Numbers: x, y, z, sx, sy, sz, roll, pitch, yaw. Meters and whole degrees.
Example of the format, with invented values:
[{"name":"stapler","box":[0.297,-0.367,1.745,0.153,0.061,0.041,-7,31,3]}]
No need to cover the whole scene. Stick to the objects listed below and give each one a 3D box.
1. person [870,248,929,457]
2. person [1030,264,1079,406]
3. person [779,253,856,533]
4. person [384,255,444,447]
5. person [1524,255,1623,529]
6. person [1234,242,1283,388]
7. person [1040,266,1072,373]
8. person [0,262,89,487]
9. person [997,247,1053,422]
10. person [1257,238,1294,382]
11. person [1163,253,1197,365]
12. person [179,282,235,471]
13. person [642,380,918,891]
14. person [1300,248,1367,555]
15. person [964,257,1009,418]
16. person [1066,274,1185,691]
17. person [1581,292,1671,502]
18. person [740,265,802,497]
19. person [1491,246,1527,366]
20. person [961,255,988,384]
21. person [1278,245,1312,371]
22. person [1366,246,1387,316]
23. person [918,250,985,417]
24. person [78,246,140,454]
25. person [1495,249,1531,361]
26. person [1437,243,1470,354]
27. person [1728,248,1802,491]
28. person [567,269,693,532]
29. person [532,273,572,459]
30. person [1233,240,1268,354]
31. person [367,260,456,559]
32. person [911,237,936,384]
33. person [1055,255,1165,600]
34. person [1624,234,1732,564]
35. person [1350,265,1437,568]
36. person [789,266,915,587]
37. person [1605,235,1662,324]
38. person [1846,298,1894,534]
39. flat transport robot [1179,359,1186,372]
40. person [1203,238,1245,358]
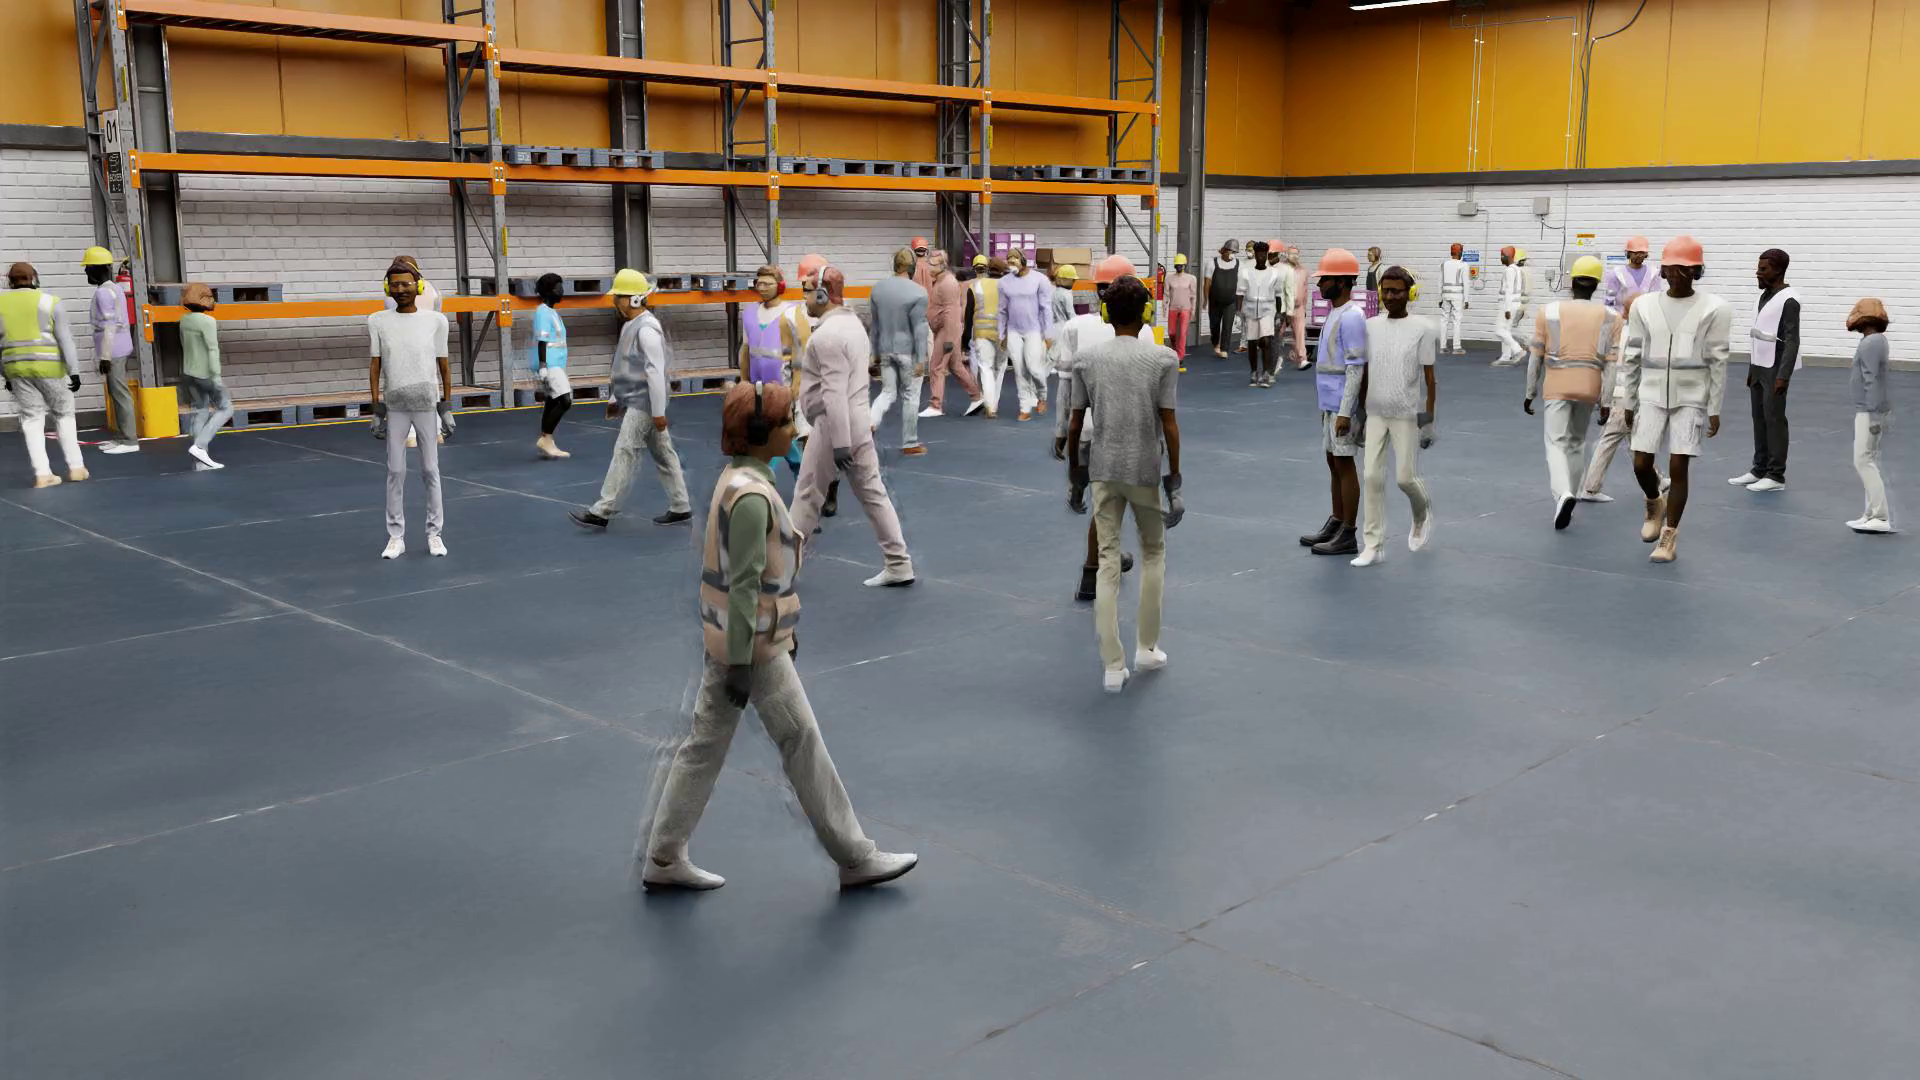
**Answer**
[{"name":"person","box":[-0.583,-1.670,15.005,0.644,1.914,0.740,7,13,34]},{"name":"person","box":[1.196,-2.419,19.709,0.966,1.680,0.481,-2,11,-12]},{"name":"person","box":[-0.977,-1.044,11.616,0.545,1.907,0.913,-1,10,-5]},{"name":"person","box":[-5.271,-1.818,16.025,0.428,1.838,0.631,7,13,35]},{"name":"person","box":[4.292,-1.032,11.609,0.597,1.891,0.890,2,11,9]},{"name":"person","box":[3.956,-2.982,22.108,0.608,1.931,0.854,3,11,17]},{"name":"person","box":[1.332,-3.181,24.133,0.556,1.594,0.755,3,11,15]},{"name":"person","box":[-7.491,-1.350,13.563,0.685,1.804,0.729,-2,11,-10]},{"name":"person","box":[0.725,-2.249,18.215,0.653,1.903,0.518,5,11,25]},{"name":"person","box":[4.340,-3.167,22.985,0.639,1.979,0.606,9,14,41]},{"name":"person","box":[3.466,-3.640,26.217,0.531,1.744,0.638,3,11,15]},{"name":"person","box":[-6.491,-1.402,14.314,0.518,1.618,0.353,8,13,36]},{"name":"person","box":[-0.596,0.308,5.067,0.856,1.586,0.536,-2,11,-12]},{"name":"person","box":[2.388,-0.870,10.565,0.377,1.938,0.547,0,10,1]},{"name":"person","box":[0.373,-2.267,18.620,0.646,1.786,0.983,-1,10,-5]},{"name":"person","box":[0.762,-0.273,7.554,0.576,1.843,0.704,3,11,17]},{"name":"person","box":[5.134,-1.071,12.598,0.861,1.586,0.531,0,10,-3]},{"name":"person","box":[-1.381,-1.172,12.559,0.573,1.809,0.942,7,12,33]},{"name":"person","box":[8.468,-3.597,25.643,0.455,1.867,0.577,6,12,28]},{"name":"person","box":[0.261,-2.870,21.946,0.533,1.767,0.321,-3,11,-14]},{"name":"person","box":[4.965,-3.477,24.992,0.664,1.864,0.995,-2,11,-13]},{"name":"person","box":[7.157,-4.115,28.552,0.473,1.831,0.531,-3,11,-16]},{"name":"person","box":[-0.066,-2.282,18.509,0.792,1.861,0.762,-1,10,-7]},{"name":"person","box":[-7.902,-1.758,15.446,0.387,1.924,0.593,-4,11,-20]},{"name":"person","box":[8.886,-3.709,26.401,0.658,1.811,0.601,7,12,33]},{"name":"person","box":[8.439,-4.121,28.442,0.342,1.882,0.579,-9,14,-41]},{"name":"person","box":[6.465,-1.350,13.240,0.371,1.916,0.597,0,10,2]},{"name":"person","box":[-2.281,-0.951,11.418,0.932,1.782,0.605,-3,11,-15]},{"name":"person","box":[-3.659,-1.553,14.961,0.369,1.683,0.560,-1,10,-5]},{"name":"person","box":[4.974,-4.140,28.412,0.370,1.936,0.627,-10,14,-43]},{"name":"person","box":[-3.444,-0.816,10.461,0.514,1.872,0.332,-3,11,-14]},{"name":"person","box":[-0.547,-3.103,22.591,0.622,1.992,0.396,-5,11,-25]},{"name":"person","box":[0.899,-0.649,9.442,0.578,1.898,0.903,6,12,32]},{"name":"person","box":[4.455,-0.879,10.368,0.608,2.031,0.577,7,13,35]},{"name":"person","box":[2.699,-0.772,10.279,0.528,1.847,0.738,8,13,38]},{"name":"person","box":[-0.730,-0.631,9.513,1.021,1.848,0.665,3,11,15]},{"name":"person","box":[7.853,-2.526,19.378,0.610,2.025,0.544,0,10,-2]},{"name":"person","box":[6.231,-0.851,11.382,0.429,1.594,0.579,8,13,36]},{"name":"flat transport robot","box":[2.567,-2.594,24.516,0.652,0.197,1.431,-10,14,-44]},{"name":"person","box":[4.388,-4.056,27.660,0.683,2.000,0.907,1,10,7]}]
